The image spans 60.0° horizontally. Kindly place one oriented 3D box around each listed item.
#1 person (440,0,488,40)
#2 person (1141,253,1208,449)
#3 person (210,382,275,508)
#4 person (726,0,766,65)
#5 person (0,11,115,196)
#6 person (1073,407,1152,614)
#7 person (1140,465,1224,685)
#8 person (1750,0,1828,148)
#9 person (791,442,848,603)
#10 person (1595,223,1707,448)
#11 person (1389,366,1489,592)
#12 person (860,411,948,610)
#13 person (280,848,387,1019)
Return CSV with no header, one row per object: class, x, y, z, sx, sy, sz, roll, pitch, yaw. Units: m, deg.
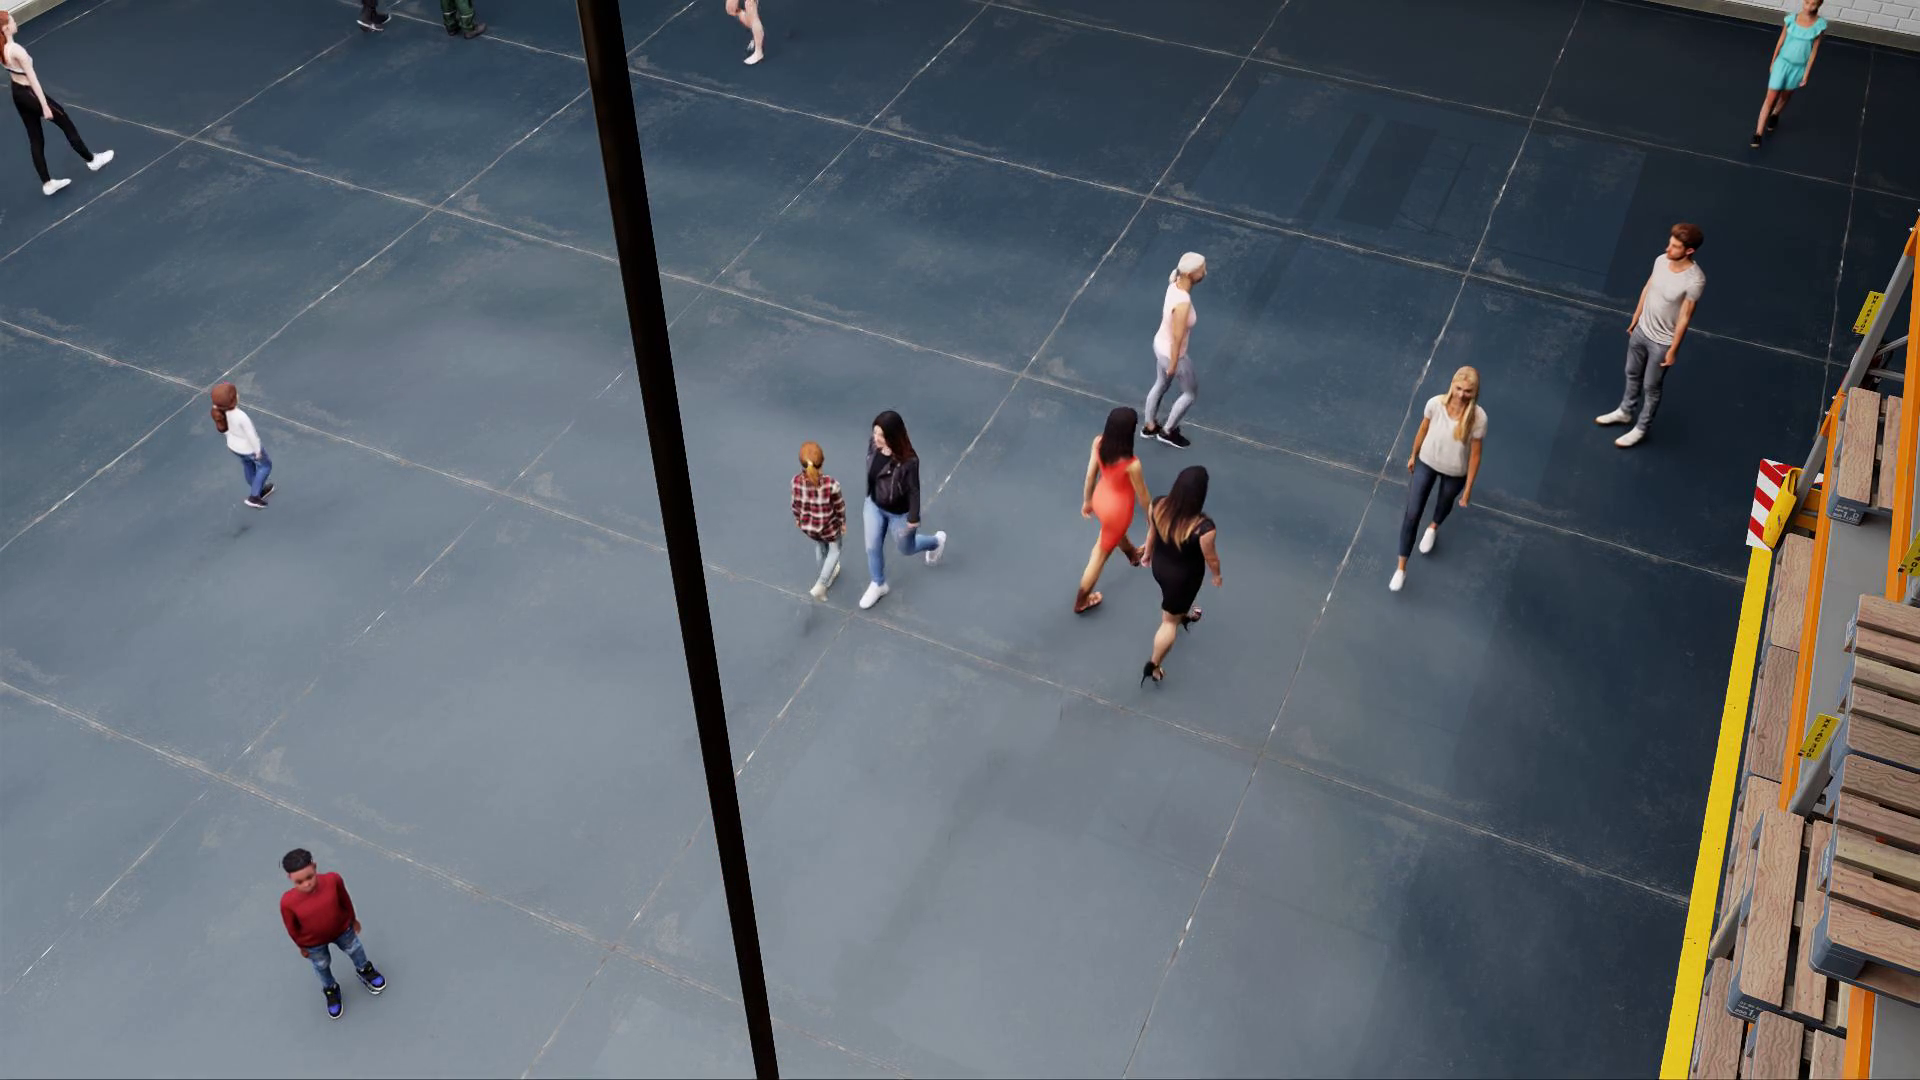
person,-5.399,-6.165,17.392,0.668,1.839,0.589,18,46,18
person,1.513,-1.421,12.506,0.742,1.709,0.677,-5,44,-5
person,-5.272,-0.676,12.163,0.452,1.103,0.559,15,46,16
person,-2.123,-5.764,17.033,0.743,1.753,0.693,-32,52,-29
person,-8.520,-3.942,15.143,0.655,1.721,0.988,22,48,21
person,0.964,-0.143,11.188,1.148,1.678,0.918,-28,50,-26
person,1.373,0.264,10.764,0.884,1.673,1.101,34,53,30
person,7.987,-4.563,15.945,0.548,1.516,1.034,19,47,19
person,-0.979,-0.087,11.412,0.571,1.288,0.748,15,46,16
person,5.266,-1.556,12.518,0.801,1.889,0.746,-15,46,-15
person,3.356,-0.532,11.526,0.634,1.773,1.079,19,47,19
person,-0.408,-0.257,11.353,0.808,1.614,1.055,31,52,28
person,-3.493,2.118,9.120,0.541,1.255,0.638,-26,49,-25
